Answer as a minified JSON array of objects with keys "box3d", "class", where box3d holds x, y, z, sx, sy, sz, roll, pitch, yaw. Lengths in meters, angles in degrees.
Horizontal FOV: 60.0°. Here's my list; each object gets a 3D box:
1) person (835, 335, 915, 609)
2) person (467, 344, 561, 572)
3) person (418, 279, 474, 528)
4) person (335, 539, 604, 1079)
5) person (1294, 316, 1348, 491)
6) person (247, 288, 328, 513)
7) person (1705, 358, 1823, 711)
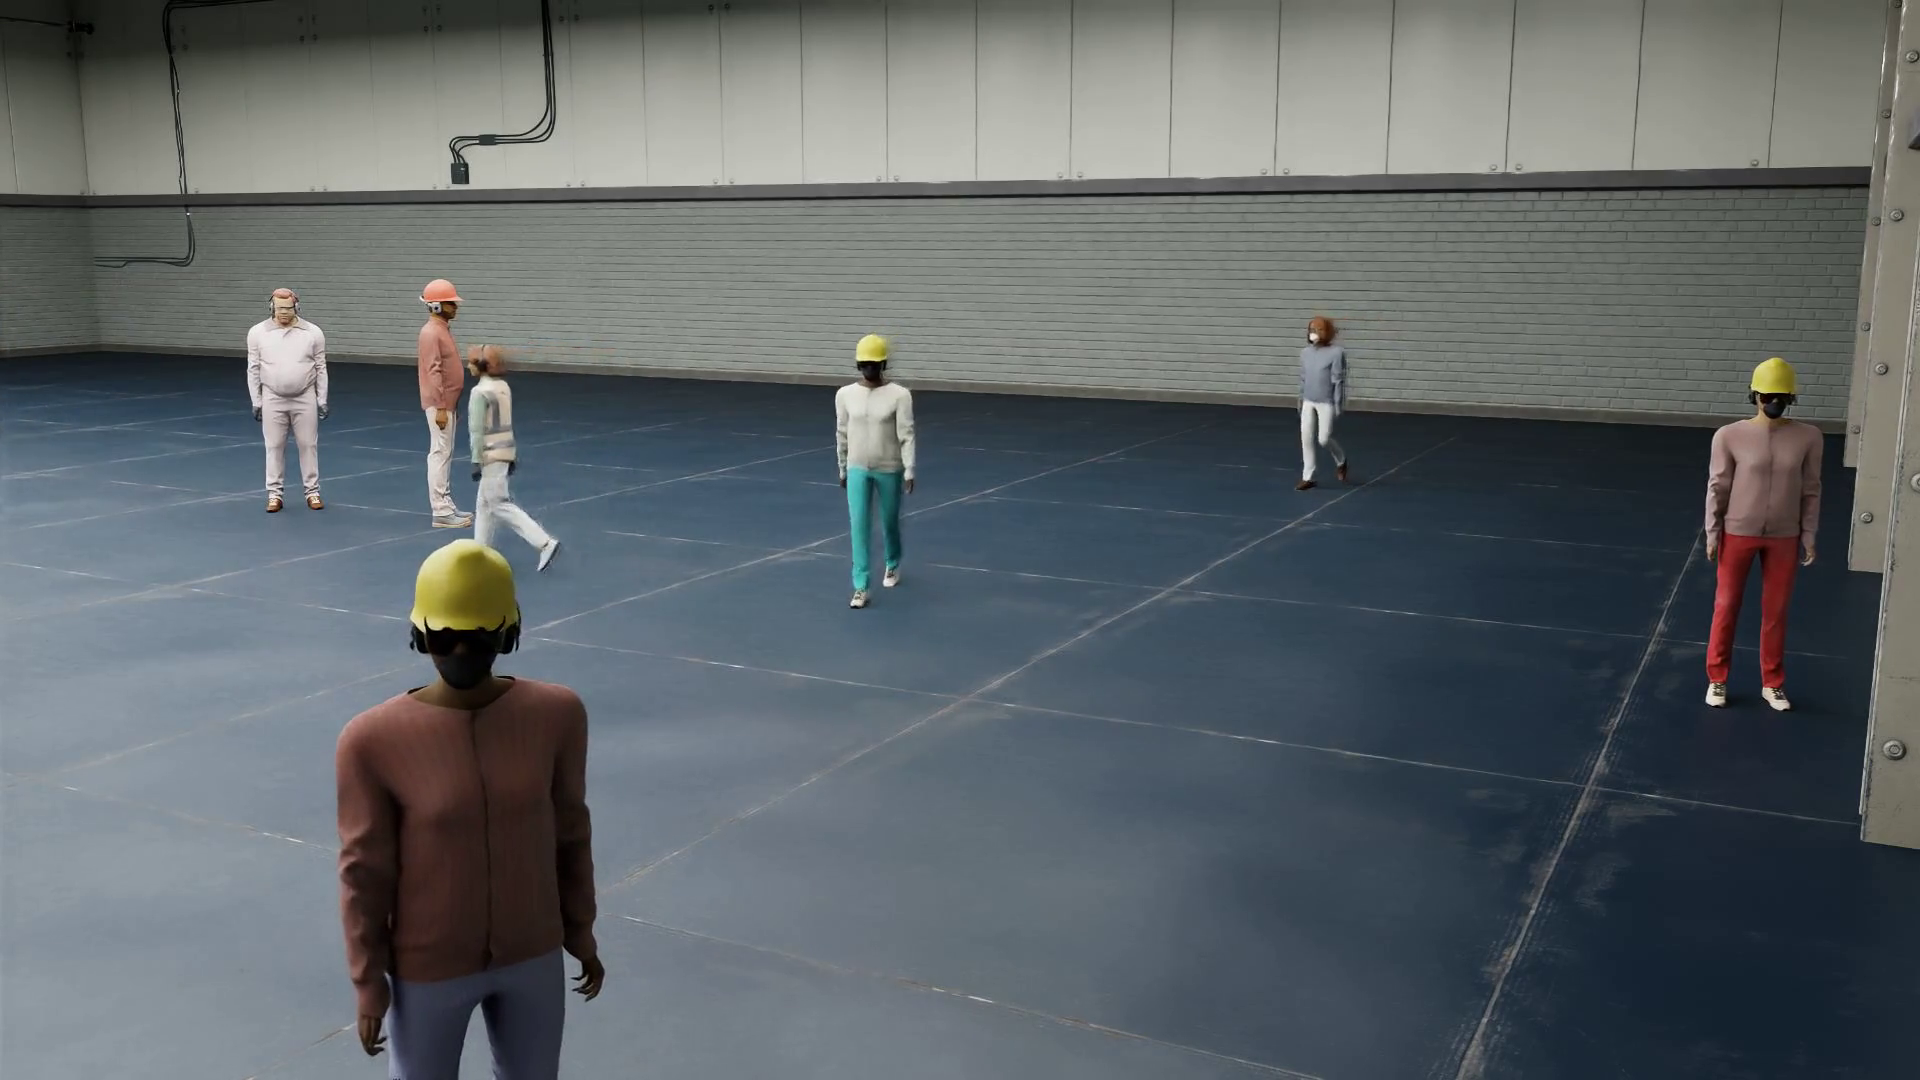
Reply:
[{"box3d":[-0.543,-0.480,10.821,0.533,1.724,0.905,1,10,8],"class":"person"},{"box3d":[-3.186,-0.565,11.604,0.765,1.611,0.522,1,10,6],"class":"person"},{"box3d":[-4.180,-1.103,13.482,0.379,1.996,0.611,-2,11,-10],"class":"person"},{"box3d":[-0.976,0.862,3.399,0.529,1.765,0.327,-7,13,-35],"class":"person"},{"box3d":[3.360,-1.266,15.403,0.550,1.613,0.511,-9,14,-40],"class":"person"},{"box3d":[-5.730,-1.189,14.213,0.639,1.903,0.409,-4,11,-23],"class":"person"},{"box3d":[3.963,-0.020,8.229,0.521,1.761,0.335,2,11,9],"class":"person"}]
